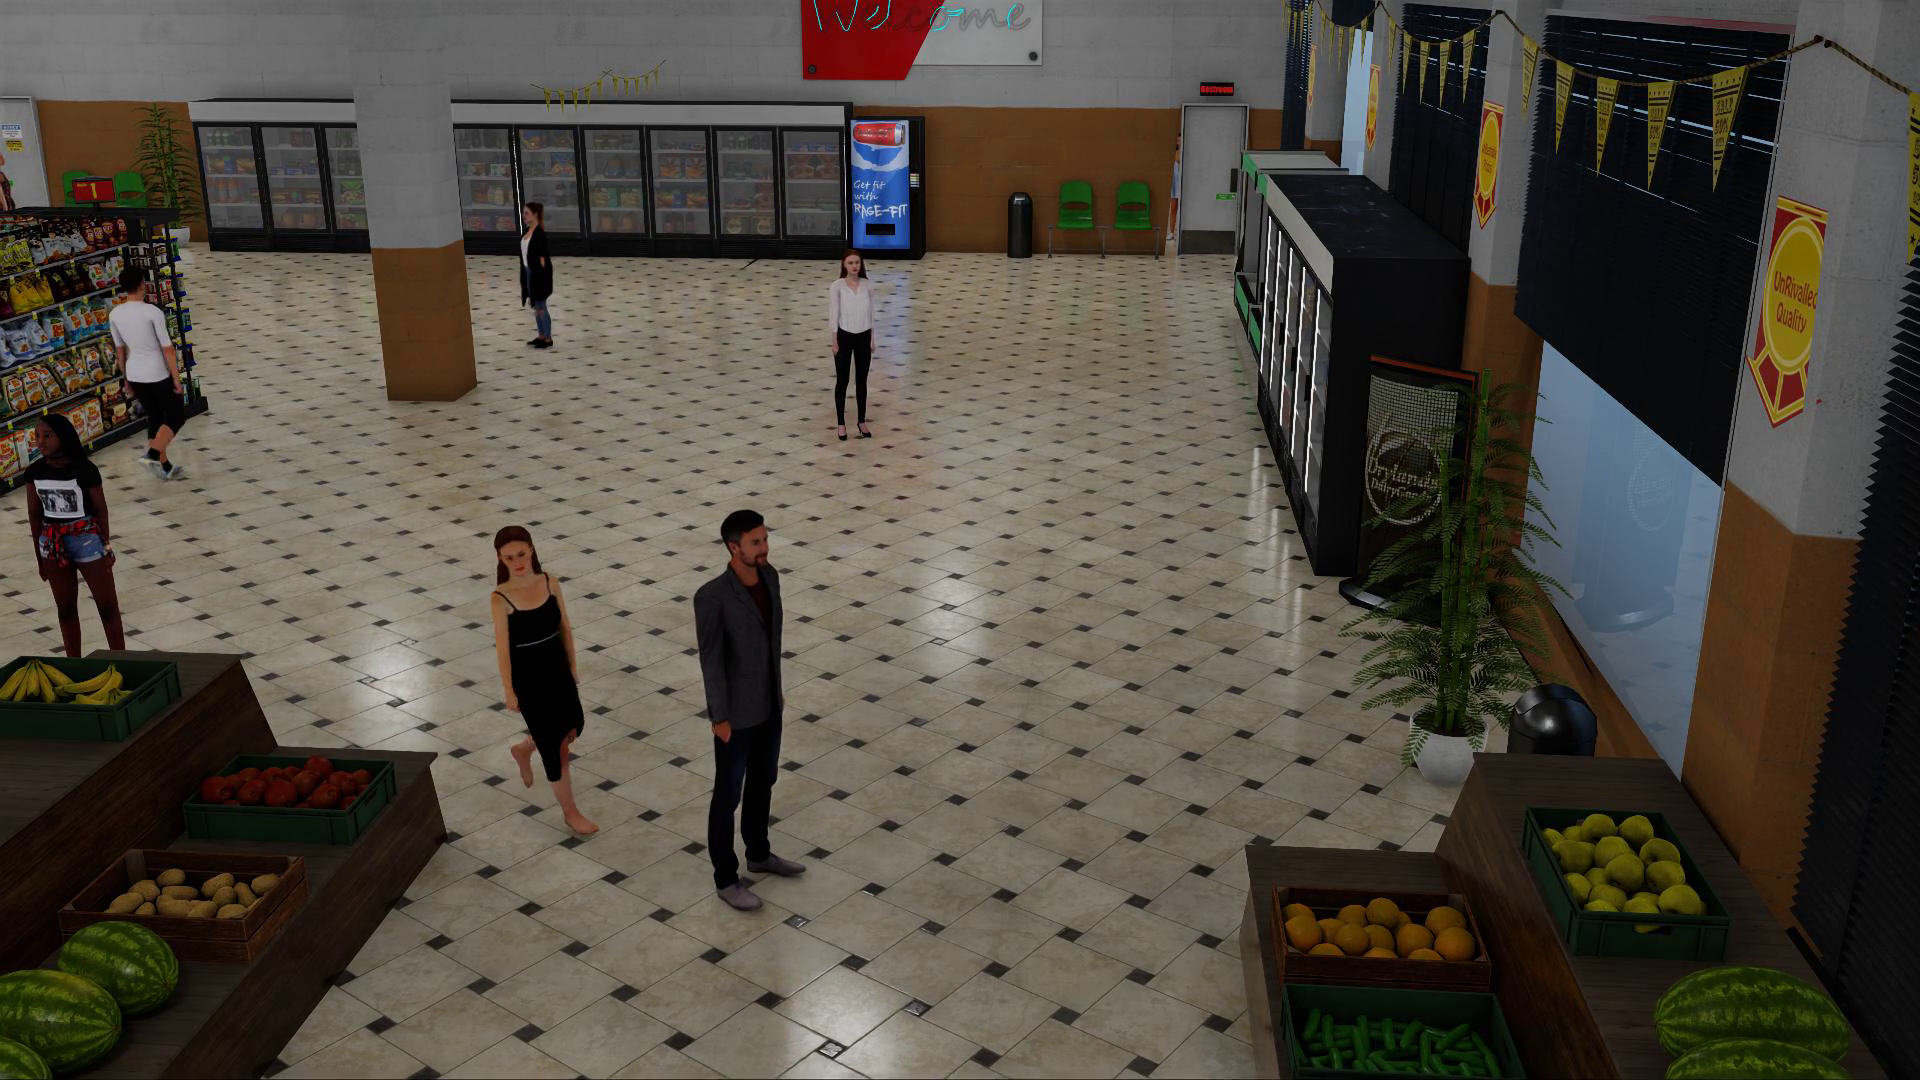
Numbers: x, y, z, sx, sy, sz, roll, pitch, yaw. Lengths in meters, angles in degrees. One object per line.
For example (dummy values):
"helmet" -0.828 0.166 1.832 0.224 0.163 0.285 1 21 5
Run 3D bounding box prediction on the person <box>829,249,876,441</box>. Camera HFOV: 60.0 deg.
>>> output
"person" -0.994 -1.817 15.427 0.663 1.759 0.656 -7 20 -21

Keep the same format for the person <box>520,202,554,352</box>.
"person" -4.862 -3.058 19.225 0.775 1.684 0.706 -14 23 -36

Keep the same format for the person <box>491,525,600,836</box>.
"person" -2.143 0.683 8.273 0.952 1.592 0.958 13 23 34

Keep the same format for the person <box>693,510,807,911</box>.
"person" -0.984 0.748 7.641 0.838 1.873 0.714 11 22 30

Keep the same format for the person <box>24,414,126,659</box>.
"person" -5.224 0.086 9.834 0.638 1.727 0.625 -1 19 -2

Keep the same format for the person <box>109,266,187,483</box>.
"person" -6.814 -1.350 13.913 0.706 1.842 0.865 3 19 9
